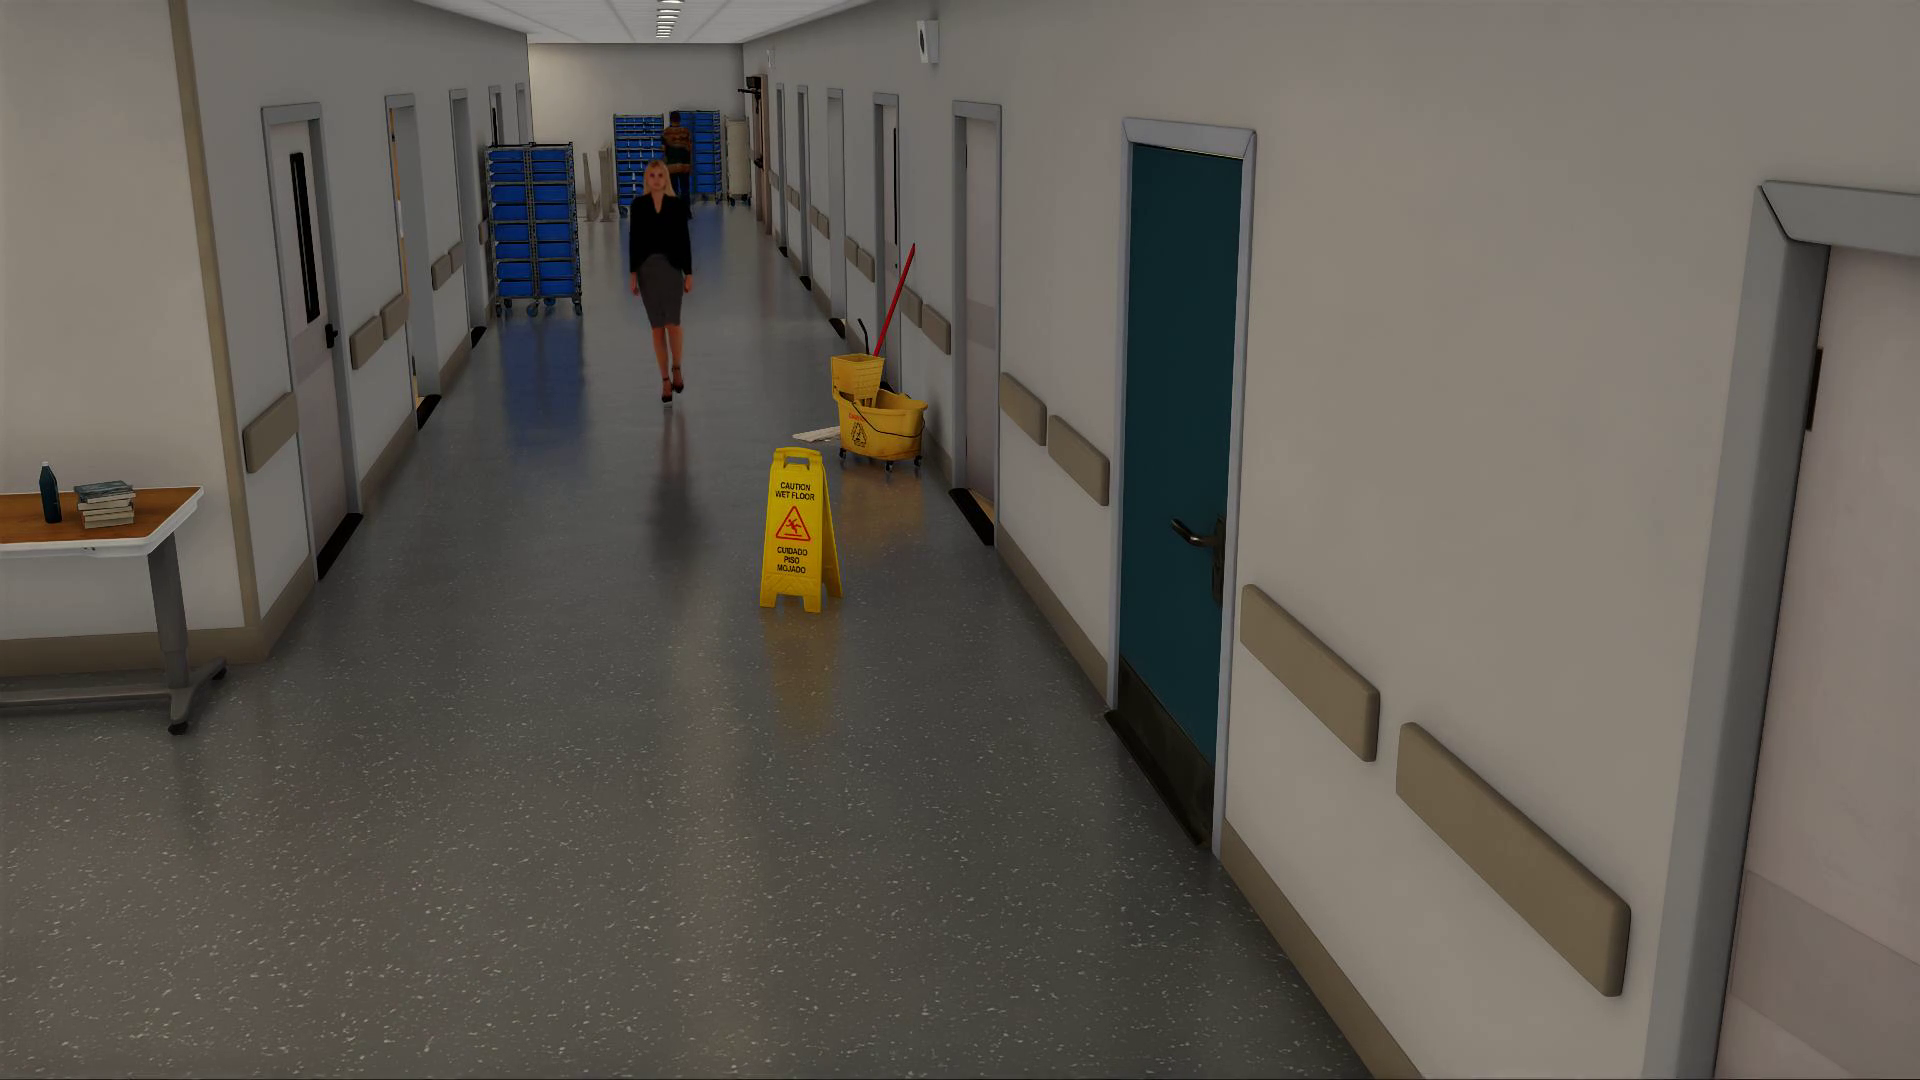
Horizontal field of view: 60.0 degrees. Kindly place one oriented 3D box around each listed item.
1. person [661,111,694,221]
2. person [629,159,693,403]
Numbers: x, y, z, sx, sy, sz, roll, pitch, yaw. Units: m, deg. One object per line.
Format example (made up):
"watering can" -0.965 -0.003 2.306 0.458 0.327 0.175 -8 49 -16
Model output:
"person" -4.778 -6.342 28.176 0.689 1.807 0.645 -3 16 -12
"person" -2.276 -1.964 12.679 0.642 1.832 0.657 -1 16 -2
